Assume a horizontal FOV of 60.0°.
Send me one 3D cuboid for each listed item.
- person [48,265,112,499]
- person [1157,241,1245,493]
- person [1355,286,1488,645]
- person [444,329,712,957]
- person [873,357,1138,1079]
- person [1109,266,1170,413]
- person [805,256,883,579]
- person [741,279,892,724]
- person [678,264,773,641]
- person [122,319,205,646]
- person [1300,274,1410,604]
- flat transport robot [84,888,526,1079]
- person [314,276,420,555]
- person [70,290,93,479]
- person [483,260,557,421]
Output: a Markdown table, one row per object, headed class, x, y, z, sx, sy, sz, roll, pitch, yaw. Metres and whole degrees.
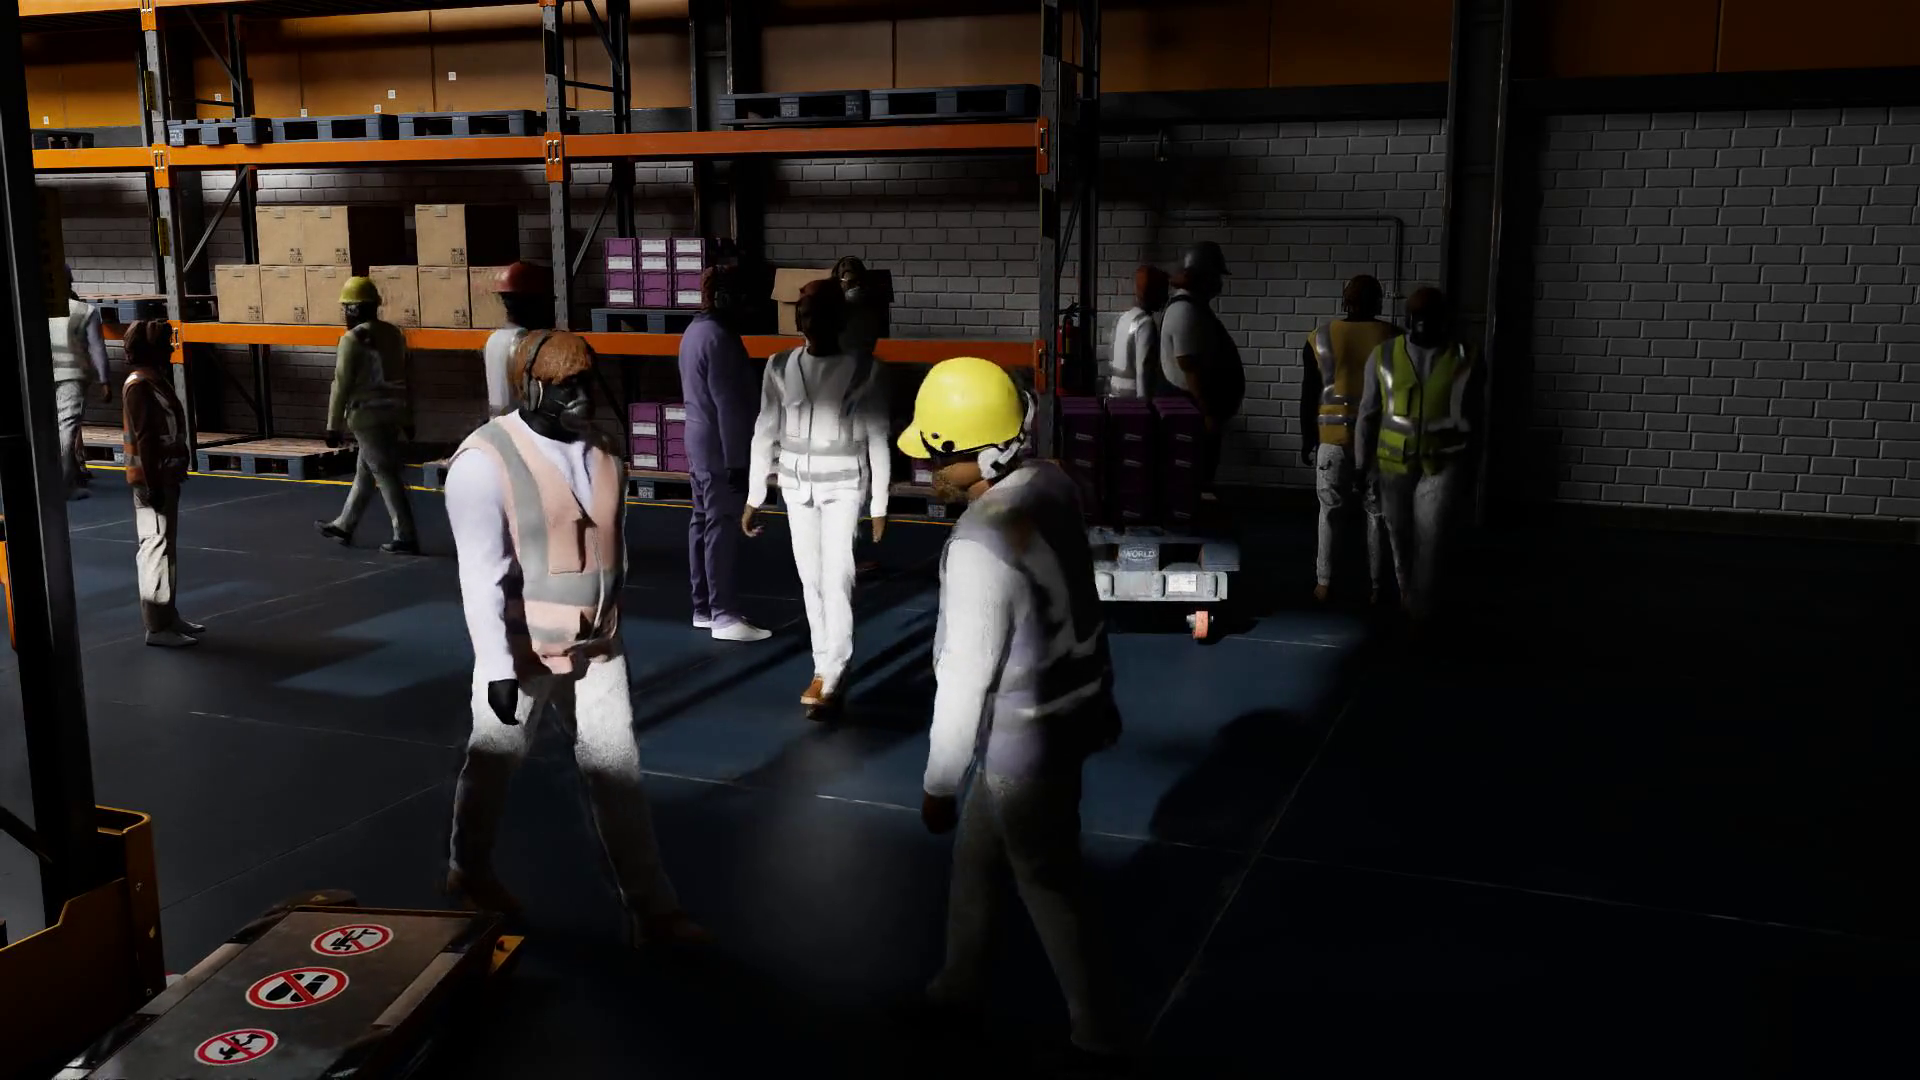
| class | x | y | z | sx | sy | sz | roll | pitch | yaw |
| --- | --- | --- | --- | --- | --- | --- | --- | --- | --- |
| person | -7.180 | -1.283 | 13.333 | 0.665 | 1.872 | 1.086 | -1 | 10 | -4 |
| person | 1.493 | -0.835 | 10.314 | 0.537 | 2.000 | 0.697 | 2 | 10 | 11 |
| person | 2.399 | -0.424 | 8.696 | 0.637 | 1.806 | 0.932 | 4 | 11 | 21 |
| person | -1.174 | 0.291 | 4.770 | 1.004 | 1.782 | 0.644 | 7 | 13 | 35 |
| person | 0.080 | 0.447 | 3.924 | 0.763 | 1.771 | 0.662 | 3 | 11 | 15 |
| person | 1.119 | -0.854 | 10.919 | 0.468 | 1.872 | 0.691 | -3 | 11 | -15 |
| person | -0.686 | -0.733 | 10.036 | 0.375 | 1.936 | 0.628 | 6 | 12 | 30 |
| person | -0.627 | -0.162 | 7.086 | 0.587 | 1.871 | 0.649 | 4 | 11 | 20 |
| person | -1.203 | -0.444 | 8.507 | 0.400 | 1.910 | 0.643 | -4 | 11 | -23 |
| person | -4.035 | -0.287 | 8.374 | 0.306 | 1.640 | 0.522 | -3 | 11 | -17 |
| person | 2.224 | -0.559 | 9.327 | 0.633 | 1.841 | 0.429 | 2 | 10 | 12 |
| flat transport robot | -1.601 | 1.190 | 3.958 | 0.652 | 0.197 | 1.431 | 1 | 10 | 5 |
| person | -3.903 | -0.794 | 10.764 | 0.890 | 1.788 | 0.626 | 2 | 10 | 13 |
| person | -7.679 | -1.474 | 14.005 | 0.623 | 1.989 | 0.391 | -4 | 11 | -20 |
| person | -2.199 | -0.441 | 8.420 | 0.450 | 1.925 | 0.576 | -9 | 13 | -40 |
